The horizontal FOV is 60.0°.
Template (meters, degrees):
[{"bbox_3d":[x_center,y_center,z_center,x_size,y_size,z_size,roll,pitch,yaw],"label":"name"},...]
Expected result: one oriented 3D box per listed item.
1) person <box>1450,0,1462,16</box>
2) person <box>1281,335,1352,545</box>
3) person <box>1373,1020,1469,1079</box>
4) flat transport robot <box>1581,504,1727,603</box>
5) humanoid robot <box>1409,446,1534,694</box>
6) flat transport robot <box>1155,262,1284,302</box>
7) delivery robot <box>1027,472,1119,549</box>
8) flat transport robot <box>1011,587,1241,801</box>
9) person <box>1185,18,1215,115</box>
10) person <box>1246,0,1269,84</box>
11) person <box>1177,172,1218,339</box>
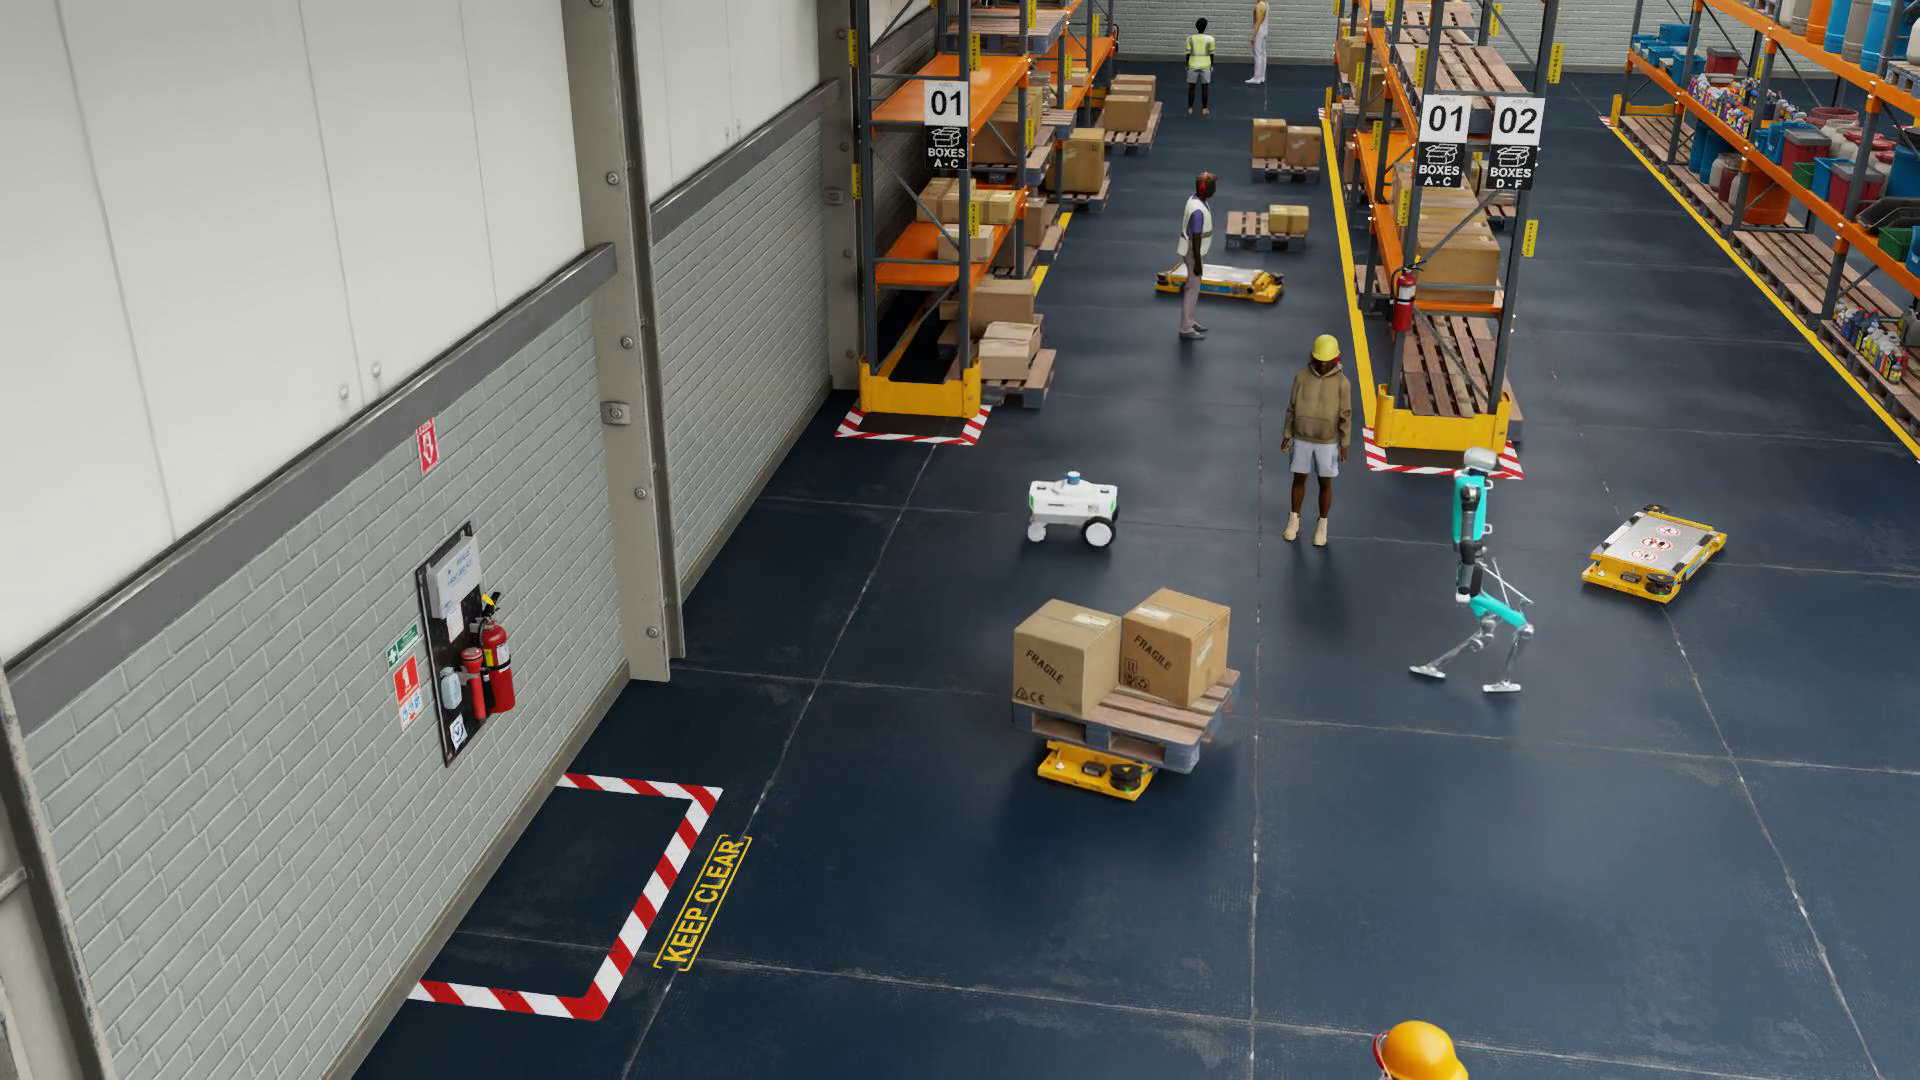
[{"bbox_3d":[9.385,-9.393,31.692,0.531,1.767,0.309,14,28,27],"label":"person"},{"bbox_3d":[2.866,-0.823,13.362,0.542,1.757,0.414,11,27,22],"label":"person"},{"bbox_3d":[1.563,2.515,6.070,0.379,1.890,0.562,16,29,31],"label":"person"},{"bbox_3d":[5.507,0.098,13.149,0.659,0.231,1.431,19,31,35],"label":"flat transport robot"},{"bbox_3d":[3.587,0.246,11.137,0.947,1.781,0.555,7,26,15],"label":"humanoid robot"},{"bbox_3d":[3.122,-3.097,19.986,1.431,0.231,0.659,10,27,20],"label":"flat transport robot"},{"bbox_3d":[0.943,-0.257,13.590,0.810,0.612,0.499,3,25,7],"label":"delivery robot"},{"bbox_3d":[1.089,1.198,10.793,0.659,0.231,1.431,12,28,24],"label":"flat transport robot"},{"bbox_3d":[4.296,-8.485,29.828,0.530,1.697,0.321,6,26,13],"label":"person"},{"bbox_3d":[5.871,-9.983,32.841,0.389,1.862,0.509,15,29,29],"label":"person"},{"bbox_3d":[2.570,-3.106,18.166,0.404,1.831,0.567,3,25,7],"label":"person"}]
